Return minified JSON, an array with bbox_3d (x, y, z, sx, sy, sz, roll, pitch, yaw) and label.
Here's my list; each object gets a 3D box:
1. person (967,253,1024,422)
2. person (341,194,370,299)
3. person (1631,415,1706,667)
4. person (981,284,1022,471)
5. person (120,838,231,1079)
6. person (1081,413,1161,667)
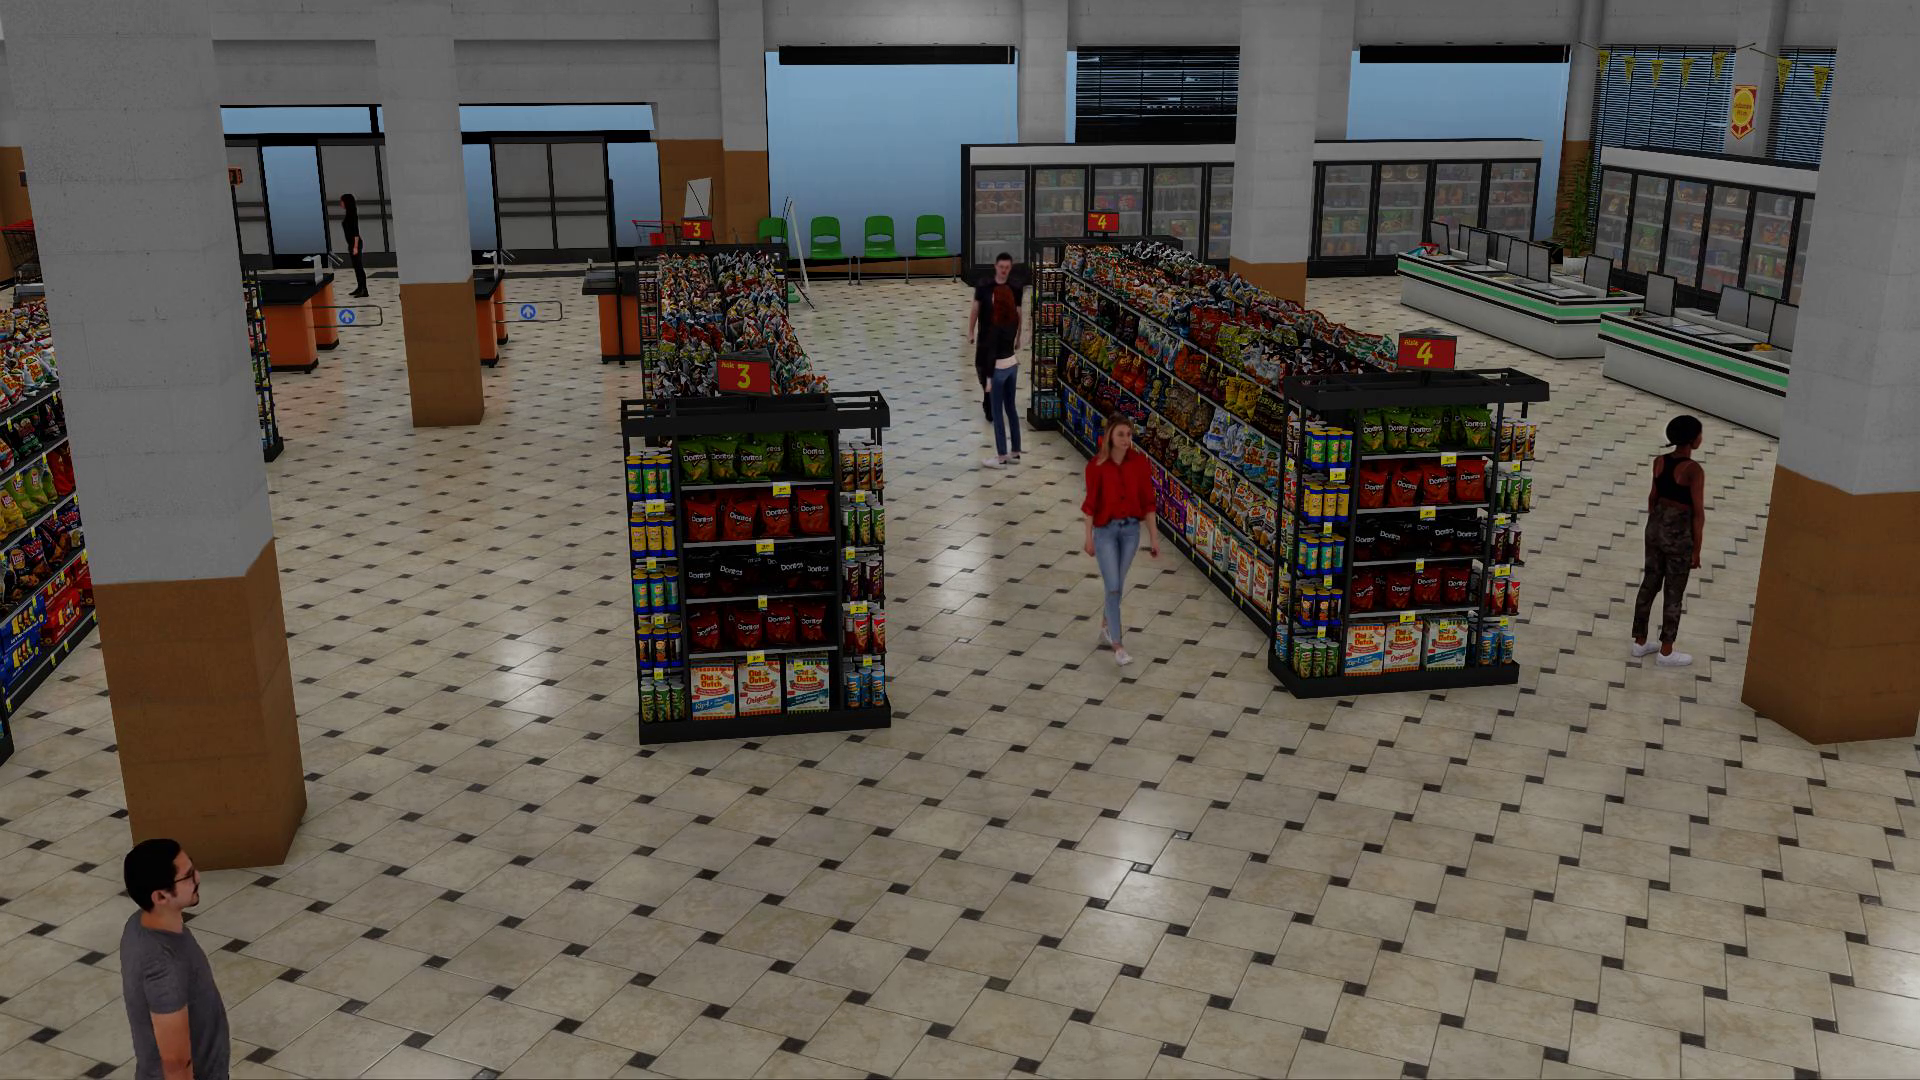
[{"bbox_3d":[0.399,-2.234,18.224,0.913,1.820,1.083,3,17,8],"label":"person"},{"bbox_3d":[-9.768,-4.758,26.843,0.713,1.641,0.570,-10,20,-31],"label":"person"},{"bbox_3d":[4.743,-0.009,11.104,0.696,1.700,0.542,-8,19,-24],"label":"person"},{"bbox_3d":[0.419,-1.592,16.168,0.703,1.786,0.638,11,20,32],"label":"person"},{"bbox_3d":[-2.494,1.758,5.209,0.848,1.743,0.807,-13,21,-36],"label":"person"},{"bbox_3d":[1.036,-0.034,11.244,0.682,1.666,1.023,-5,18,-16],"label":"person"}]
